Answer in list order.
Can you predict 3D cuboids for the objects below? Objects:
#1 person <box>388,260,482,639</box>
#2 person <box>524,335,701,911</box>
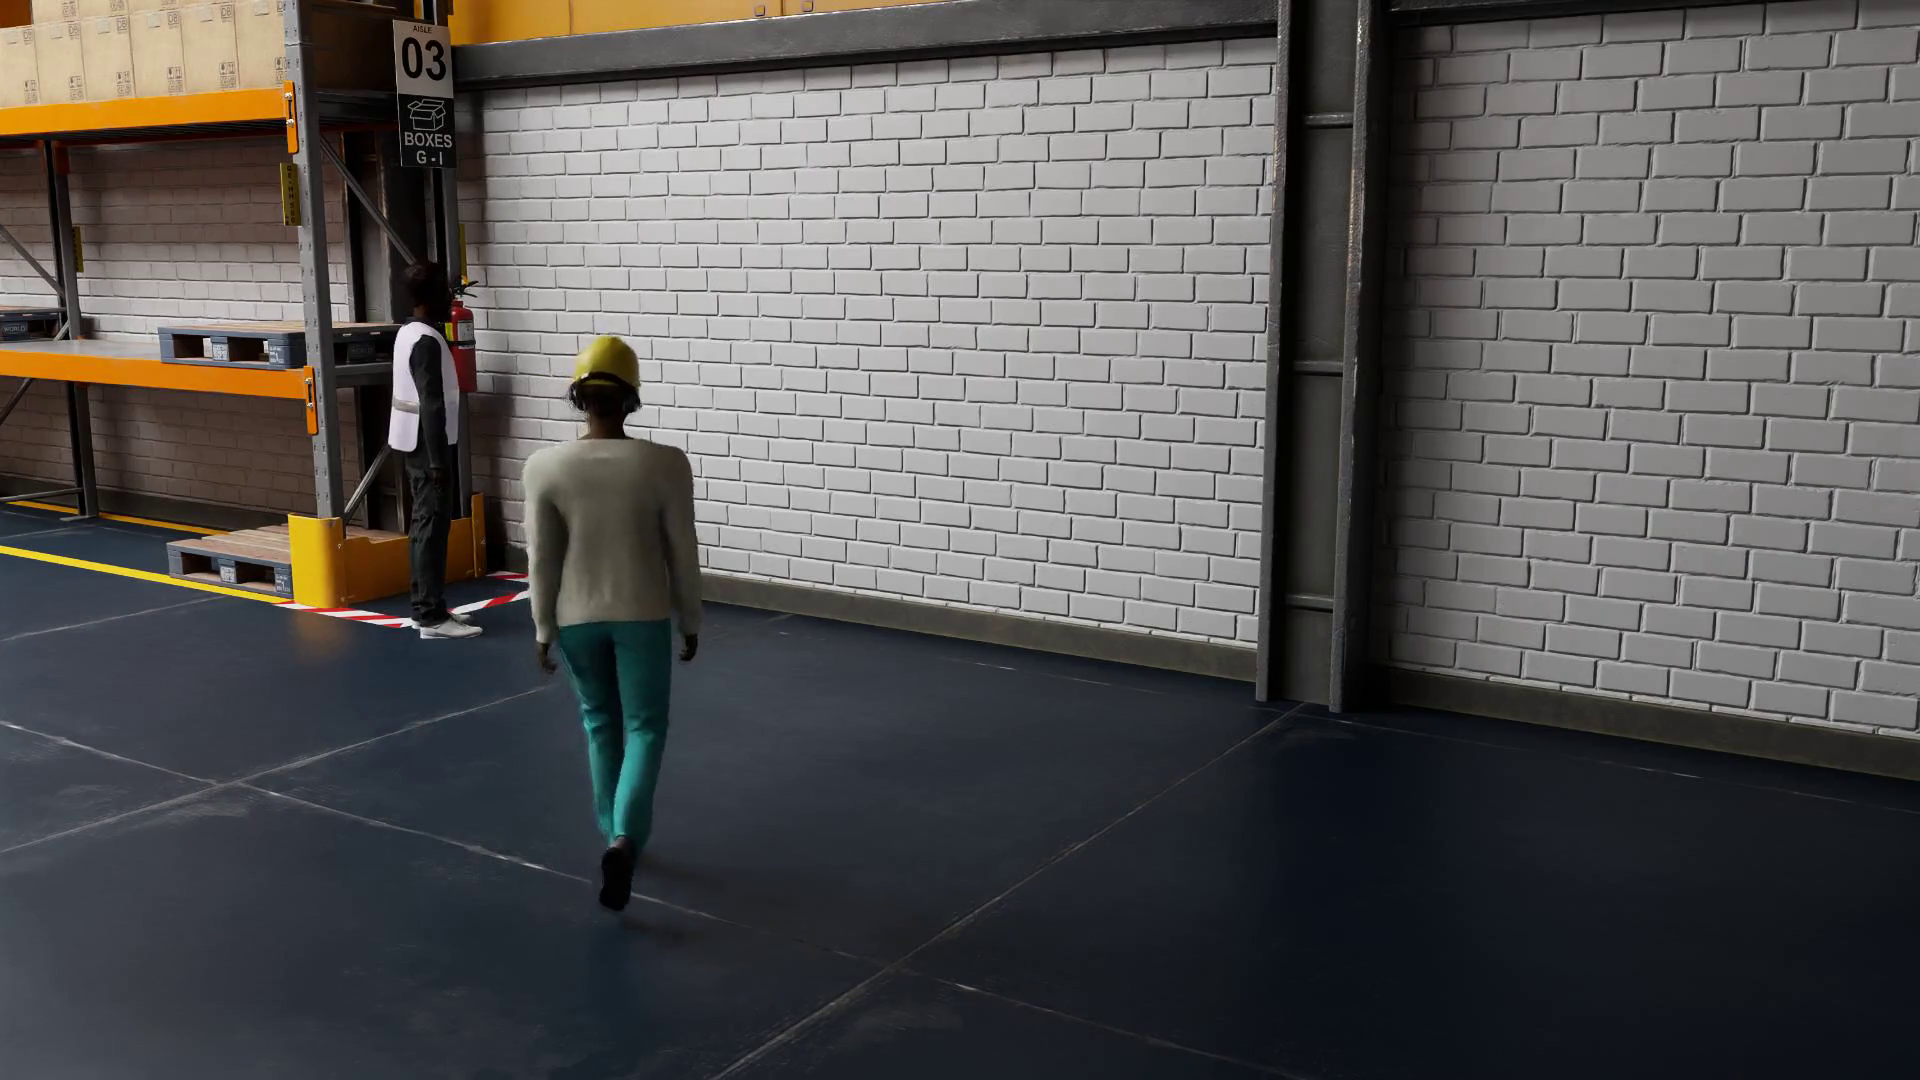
[{"bbox_3d":[-2.709,-0.455,8.487,0.387,1.917,0.612,-5,11,-25],"label":"person"},{"bbox_3d":[-1.070,0.249,5.100,0.522,1.741,0.744,0,10,-2],"label":"person"}]
